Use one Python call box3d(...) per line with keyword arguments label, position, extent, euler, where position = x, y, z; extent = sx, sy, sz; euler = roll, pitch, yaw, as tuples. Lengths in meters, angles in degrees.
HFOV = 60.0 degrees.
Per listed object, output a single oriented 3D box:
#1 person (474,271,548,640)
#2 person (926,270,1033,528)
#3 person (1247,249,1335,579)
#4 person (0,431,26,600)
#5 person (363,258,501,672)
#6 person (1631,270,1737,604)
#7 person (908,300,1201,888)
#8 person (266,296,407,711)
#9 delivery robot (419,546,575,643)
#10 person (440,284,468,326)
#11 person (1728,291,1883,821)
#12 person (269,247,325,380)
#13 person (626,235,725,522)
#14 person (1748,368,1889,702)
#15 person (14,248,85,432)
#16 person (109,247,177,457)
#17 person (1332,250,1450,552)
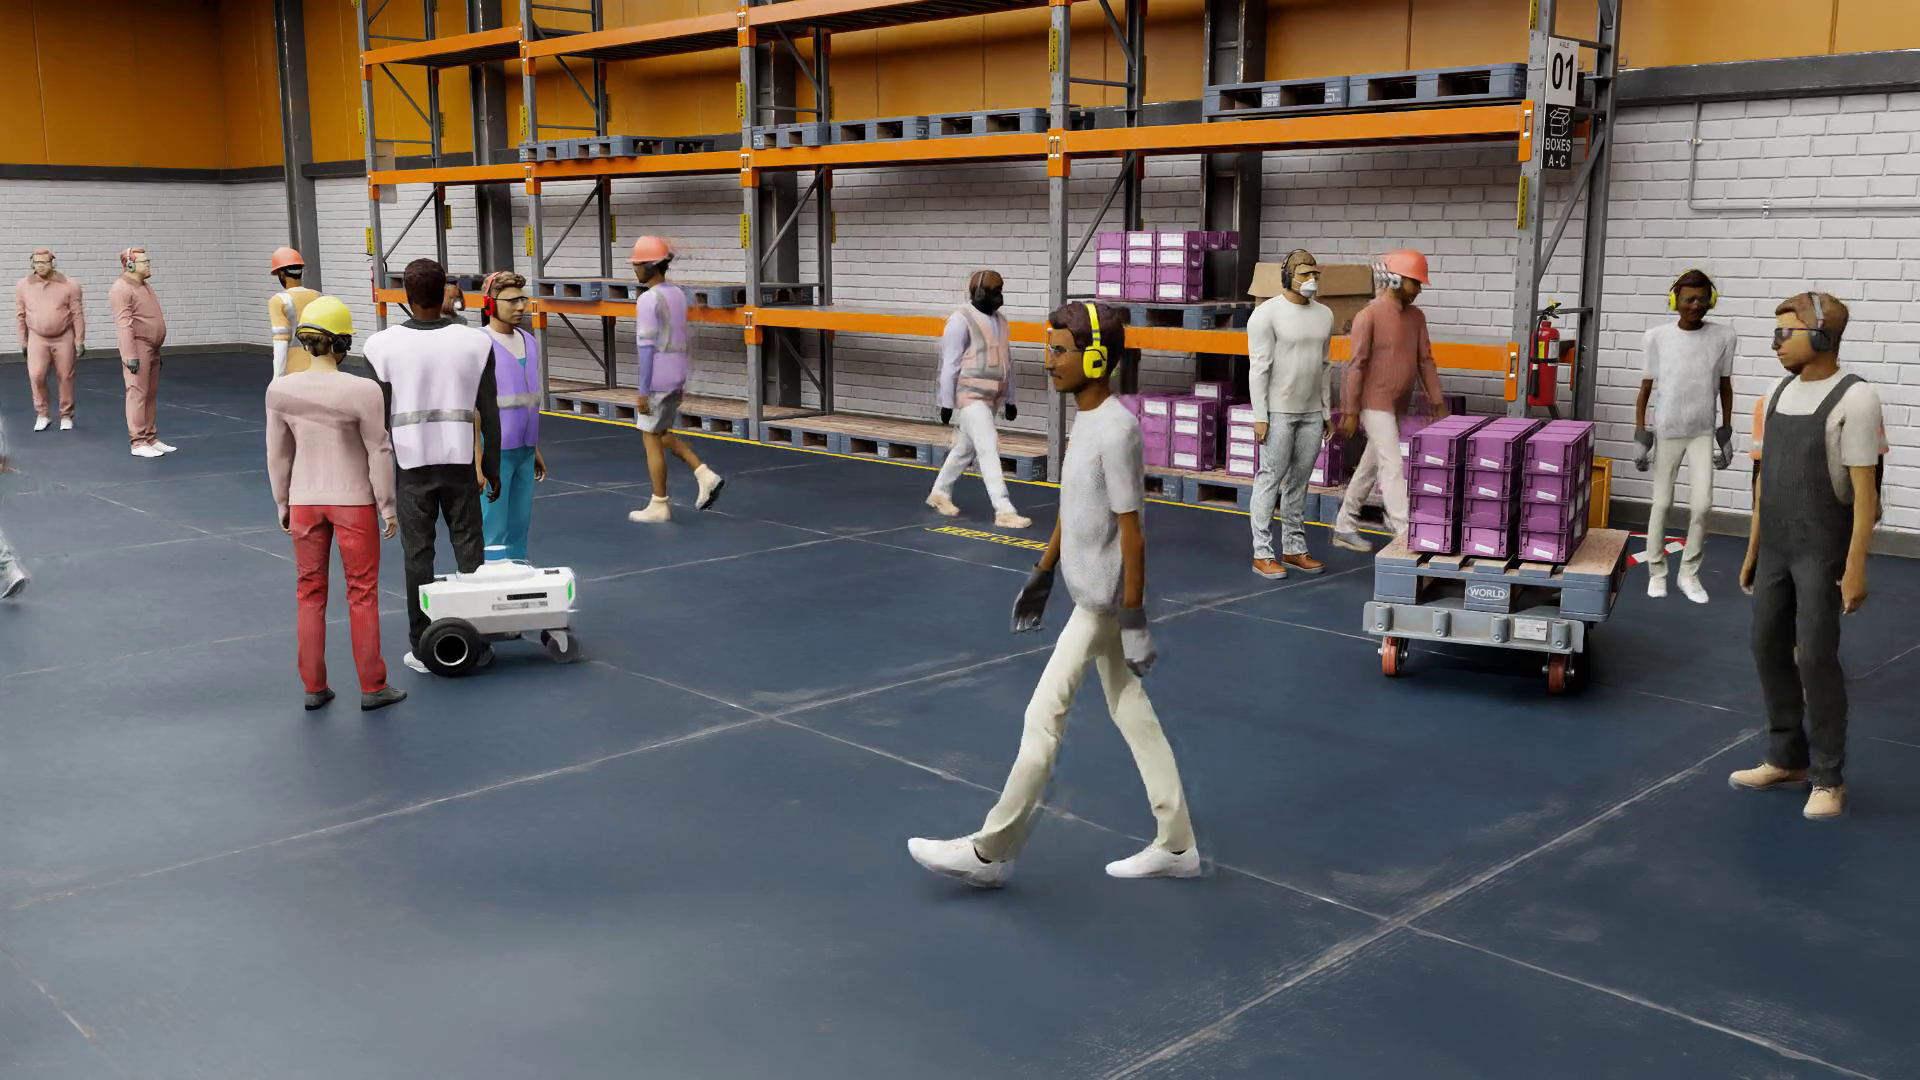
box3d(label="person", position=(-2.322, -0.434, 8.445), extent=(0.371, 1.843, 0.571), euler=(3, 11, 18))
box3d(label="person", position=(0.107, -1.008, 11.753), extent=(0.984, 1.795, 0.629), euler=(7, 12, 33))
box3d(label="person", position=(1.979, -0.747, 9.895), extent=(0.627, 1.940, 0.372), euler=(-7, 12, -32))
box3d(label="person", position=(-5.398, -0.458, 8.892), extent=(0.376, 1.726, 0.499), euler=(2, 11, 13))
box3d(label="person", position=(-2.429, -0.338, 7.727), extent=(0.598, 1.915, 0.375), euler=(-5, 11, -25))
box3d(label="person", position=(3.997, -0.563, 9.190), extent=(0.544, 1.835, 0.492), euler=(2, 11, 11))
box3d(label="person", position=(0.325, 0.187, 5.124), extent=(0.965, 1.823, 0.519), euler=(0, 10, 1))
box3d(label="person", position=(-2.658, -0.146, 7.091), extent=(0.534, 1.767, 0.314), euler=(1, 10, 5))
box3d(label="delivery robot", position=(-2.189, 0.271, 7.867), extent=(0.707, 0.478, 0.477), euler=(-4, 11, -20))
box3d(label="person", position=(-4.643, -1.520, 15.055), extent=(0.836, 1.600, 0.511), euler=(5, 11, 25))
box3d(label="person", position=(3.033, 0.055, 5.889), extent=(0.310, 1.827, 0.623), euler=(-3, 11, -14))
box3d(label="person", position=(-5.195, -1.321, 13.057), extent=(0.374, 1.927, 0.542), euler=(5, 11, 25))
box3d(label="person", position=(-2.049, -1.117, 11.691), extent=(0.580, 2.028, 0.610), euler=(3, 11, 14))
box3d(label="person", position=(3.809, -0.146, 7.423), extent=(0.552, 1.636, 0.876), euler=(5, 12, 26))
box3d(label="person", position=(-9.397, -2.059, 17.203), extent=(0.647, 1.889, 0.584), euler=(-4, 11, -22))
box3d(label="person", position=(-7.515, -1.726, 15.311), extent=(0.407, 1.913, 0.641), euler=(-1, 10, -7))
box3d(label="person", position=(2.711, -0.831, 10.378), extent=(0.603, 1.926, 0.990), euler=(-10, 14, -42))
